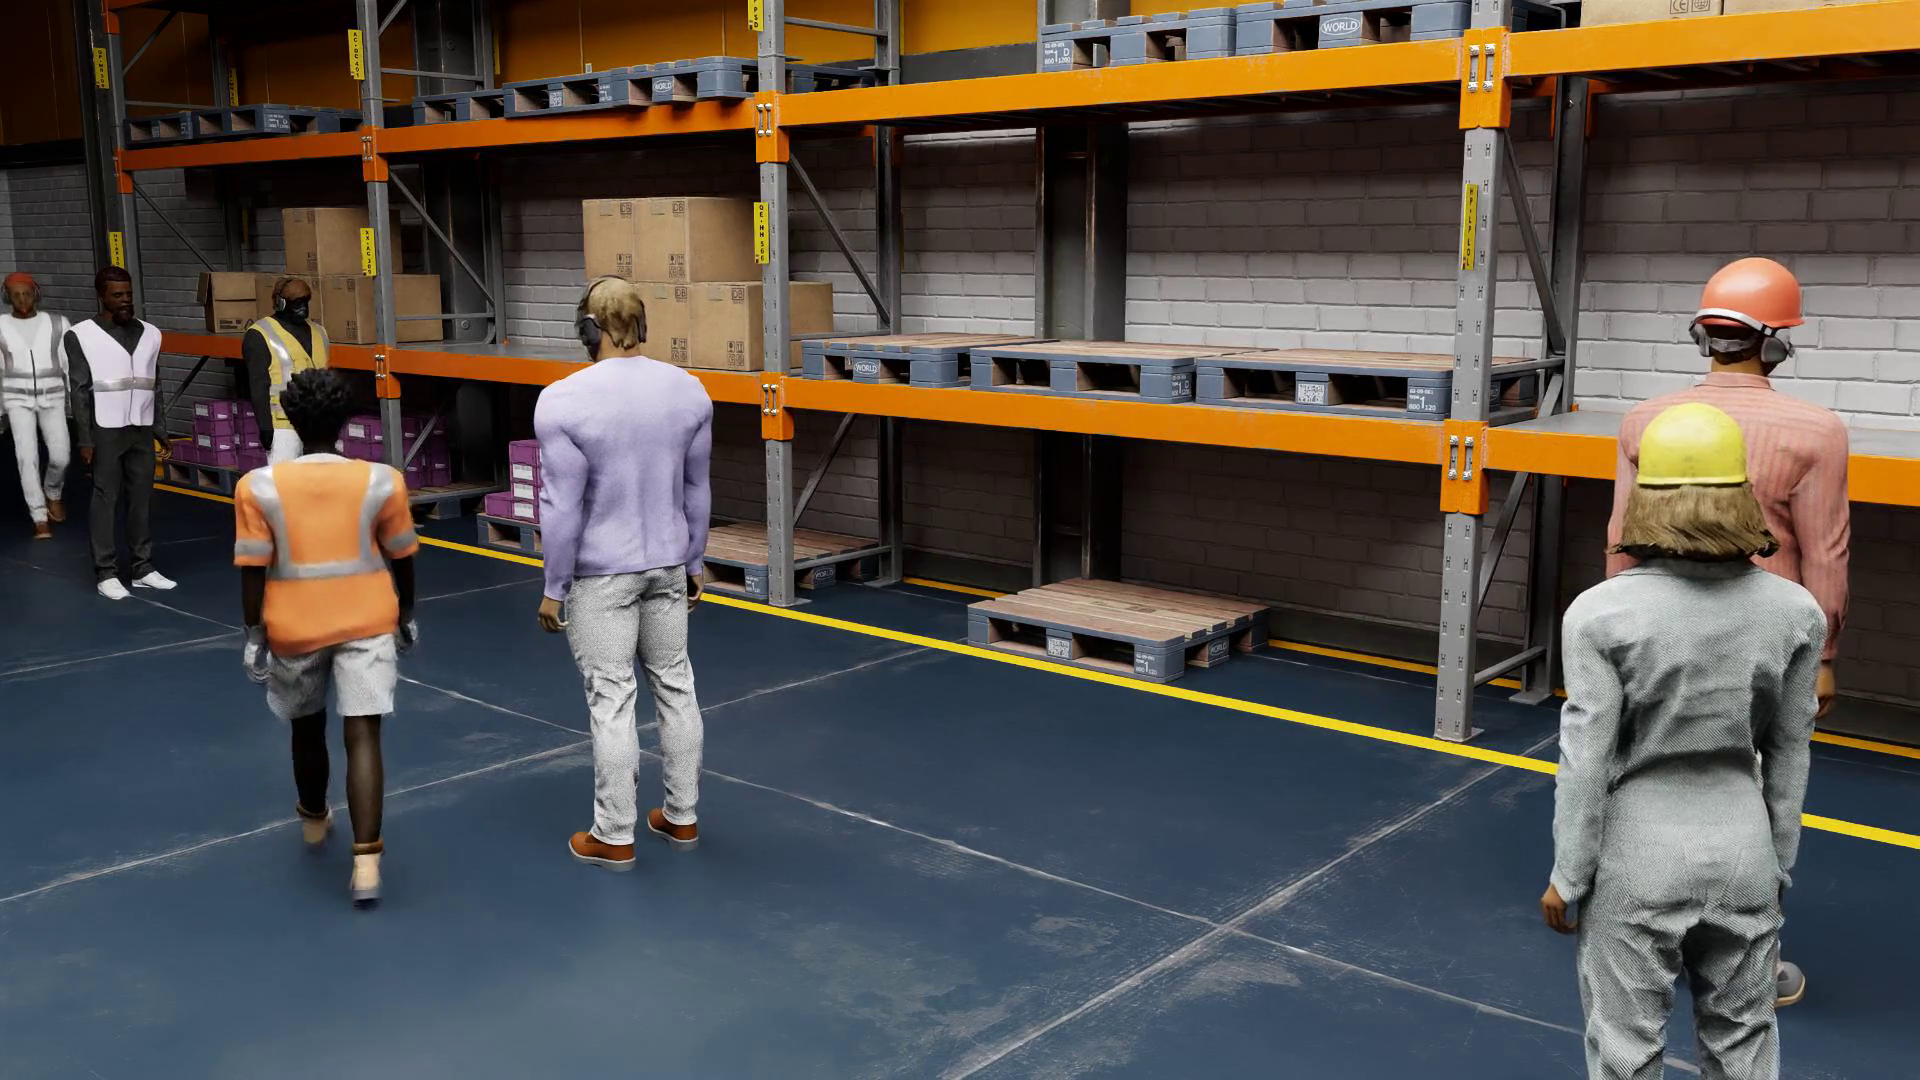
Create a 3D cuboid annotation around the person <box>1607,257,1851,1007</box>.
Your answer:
[{"bbox_3d":[2.038,0.257,4.444,0.383,1.996,0.609,-9,14,-43],"label":"person"}]

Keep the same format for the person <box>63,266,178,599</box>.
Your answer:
[{"bbox_3d":[-4.901,-0.631,9.722,0.391,1.918,0.590,5,11,27],"label":"person"}]

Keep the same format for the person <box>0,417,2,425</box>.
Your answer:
[{"bbox_3d":[-8.709,-1.346,14.650,0.394,1.618,0.505,8,12,37],"label":"person"}]

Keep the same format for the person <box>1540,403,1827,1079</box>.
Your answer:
[{"bbox_3d":[1.340,0.613,3.147,0.486,1.740,0.314,0,10,-2],"label":"person"}]

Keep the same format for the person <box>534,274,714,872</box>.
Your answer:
[{"bbox_3d":[-1.093,0.112,5.439,0.627,1.938,0.373,-9,13,-42],"label":"person"}]

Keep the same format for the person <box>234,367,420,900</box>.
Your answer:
[{"bbox_3d":[-1.996,0.279,5.303,0.548,1.649,0.884,-4,11,-20],"label":"person"}]

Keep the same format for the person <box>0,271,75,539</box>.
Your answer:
[{"bbox_3d":[-6.519,-0.955,11.704,0.603,1.868,0.547,-7,12,-33],"label":"person"}]

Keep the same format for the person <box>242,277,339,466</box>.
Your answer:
[{"bbox_3d":[-4.220,-0.747,10.611,0.429,1.841,0.625,5,11,25],"label":"person"}]
